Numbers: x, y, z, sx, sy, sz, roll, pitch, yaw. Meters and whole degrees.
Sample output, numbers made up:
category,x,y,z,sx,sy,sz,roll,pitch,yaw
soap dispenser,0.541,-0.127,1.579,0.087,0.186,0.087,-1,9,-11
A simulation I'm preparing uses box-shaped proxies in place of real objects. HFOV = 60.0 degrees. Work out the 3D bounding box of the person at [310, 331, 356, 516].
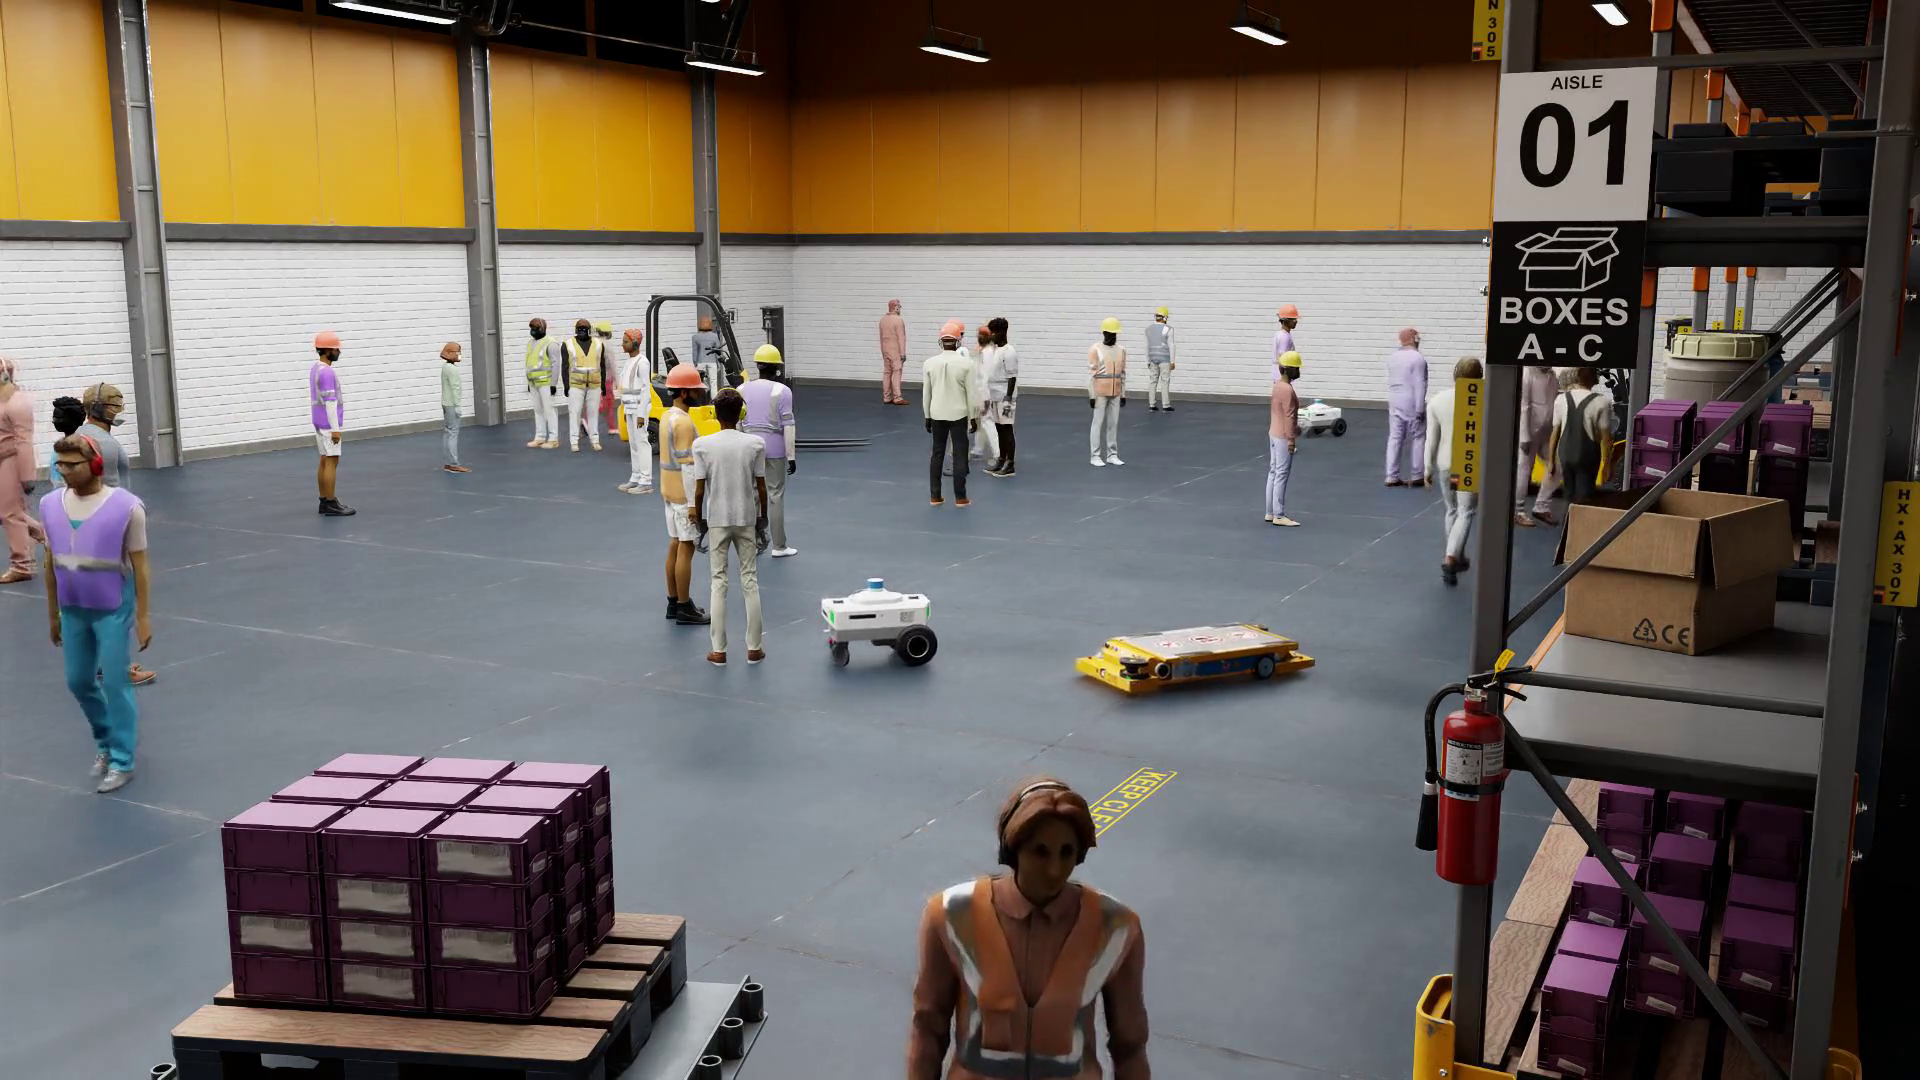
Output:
category,x,y,z,sx,sy,sz,roll,pitch,yaw
person,-6.585,-1.218,17.427,0.365,1.935,0.553,-6,12,-33

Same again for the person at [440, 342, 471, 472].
category,x,y,z,sx,sy,sz,roll,pitch,yaw
person,-6.372,-1.667,20.906,0.285,1.631,0.501,-6,11,-30

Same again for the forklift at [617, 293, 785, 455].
category,x,y,z,sx,sy,sz,roll,pitch,yaw
forklift,-3.588,-2.317,23.042,2.313,2.155,1.214,-1,10,-5

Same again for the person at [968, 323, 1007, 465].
category,x,y,z,sx,sy,sz,roll,pitch,yaw
person,0.340,-1.910,21.712,0.668,1.854,0.660,2,10,9

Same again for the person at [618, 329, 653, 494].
category,x,y,z,sx,sy,sz,roll,pitch,yaw
person,-3.717,-1.469,19.041,0.355,1.882,0.576,-6,11,-30

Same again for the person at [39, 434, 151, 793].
category,x,y,z,sx,sy,sz,roll,pitch,yaw
person,-4.438,0.366,8.579,0.585,1.851,0.434,1,10,8

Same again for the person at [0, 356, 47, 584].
category,x,y,z,sx,sy,sz,roll,pitch,yaw
person,-7.883,-0.595,13.926,0.562,1.897,0.650,-9,13,-42

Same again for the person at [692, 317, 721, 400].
category,x,y,z,sx,sy,sz,roll,pitch,yaw
person,-4.404,-3.056,28.938,0.497,1.636,0.285,-1,10,-4

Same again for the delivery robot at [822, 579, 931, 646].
category,x,y,z,sx,sy,sz,roll,pitch,yaw
delivery robot,-0.567,0.503,11.187,0.707,0.478,0.477,-3,10,-14

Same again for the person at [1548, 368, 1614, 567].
category,x,y,z,sx,sy,sz,roll,pitch,yaw
person,5.446,-0.671,14.550,0.461,1.829,0.528,-10,14,-44

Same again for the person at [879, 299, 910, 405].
category,x,y,z,sx,sy,sz,roll,pitch,yaw
person,-1.179,-3.402,30.153,0.403,1.911,0.637,-8,12,-38

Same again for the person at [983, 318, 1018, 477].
category,x,y,z,sx,sy,sz,roll,pitch,yaw
person,0.512,-1.759,20.493,0.380,1.958,0.603,-3,10,-15

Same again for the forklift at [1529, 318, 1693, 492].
category,x,y,z,sx,sy,sz,roll,pitch,yaw
forklift,7.066,-1.601,18.899,2.313,2.155,1.214,5,11,27

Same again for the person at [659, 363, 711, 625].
category,x,y,z,sx,sy,sz,roll,pitch,yaw
person,-2.030,-0.339,12.333,0.355,1.937,0.552,-4,11,-24

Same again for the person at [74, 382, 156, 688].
category,x,y,z,sx,sy,sz,roll,pitch,yaw
person,-5.425,-0.034,10.572,0.349,1.935,0.635,-8,13,-39

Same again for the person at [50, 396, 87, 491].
category,x,y,z,sx,sy,sz,roll,pitch,yaw
person,-6.547,-0.222,12.352,0.531,1.698,0.320,9,13,41

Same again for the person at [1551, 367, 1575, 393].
category,x,y,z,sx,sy,sz,roll,pitch,yaw
person,7.613,-1.764,21.495,0.665,1.613,0.552,-8,13,-40

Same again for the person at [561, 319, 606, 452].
category,x,y,z,sx,sy,sz,roll,pitch,yaw
person,-5.201,-2.143,23.068,0.624,1.840,0.430,-5,11,-26

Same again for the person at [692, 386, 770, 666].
category,x,y,z,sx,sy,sz,roll,pitch,yaw
person,-1.525,-0.091,11.098,0.513,1.872,0.328,-2,10,-13

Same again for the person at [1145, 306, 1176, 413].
category,x,y,z,sx,sy,sz,roll,pitch,yaw
person,3.474,-3.112,28.703,0.588,1.829,0.404,8,12,38

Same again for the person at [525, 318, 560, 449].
category,x,y,z,sx,sy,sz,roll,pitch,yaw
person,-5.895,-2.206,23.423,0.633,1.841,0.429,8,13,40

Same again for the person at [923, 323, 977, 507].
category,x,y,z,sx,sy,sz,roll,pitch,yaw
person,-0.101,-1.350,18.066,0.620,1.987,0.405,4,11,21

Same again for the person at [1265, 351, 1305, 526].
category,x,y,z,sx,sy,sz,roll,pitch,yaw
person,3.296,-1.026,16.814,0.325,1.765,0.533,-1,10,-5

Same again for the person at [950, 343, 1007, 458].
category,x,y,z,sx,sy,sz,roll,pitch,yaw
person,0.262,-1.778,21.675,0.765,1.590,0.533,-1,10,-8

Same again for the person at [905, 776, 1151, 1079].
category,x,y,z,sx,sy,sz,roll,pitch,yaw
person,0.145,1.305,3.705,0.558,1.624,0.556,0,10,-1

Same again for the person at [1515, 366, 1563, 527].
category,x,y,z,sx,sy,sz,roll,pitch,yaw
person,5.805,-1.057,16.626,0.688,1.885,0.593,-7,12,-37

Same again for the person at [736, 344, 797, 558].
category,x,y,z,sx,sy,sz,roll,pitch,yaw
person,-1.747,-0.801,15.047,0.593,1.922,0.377,4,11,22

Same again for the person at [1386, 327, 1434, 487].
category,x,y,z,sx,sy,sz,roll,pitch,yaw
person,5.295,-1.563,19.628,0.661,1.871,0.681,-5,11,-28

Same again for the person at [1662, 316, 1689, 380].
category,x,y,z,sx,sy,sz,roll,pitch,yaw
person,10.647,-2.409,24.657,0.478,1.819,0.619,-3,10,-18

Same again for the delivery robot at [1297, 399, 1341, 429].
category,x,y,z,sx,sy,sz,roll,pitch,yaw
delivery robot,5.359,-1.864,24.891,0.707,0.478,0.477,-6,12,-32

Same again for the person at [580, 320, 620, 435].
category,x,y,z,sx,sy,sz,roll,pitch,yaw
person,-5.389,-2.420,24.939,0.743,1.744,0.517,-8,12,-38

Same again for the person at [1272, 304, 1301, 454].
category,x,y,z,sx,sy,sz,roll,pitch,yaw
person,4.478,-2.211,22.866,0.375,2.043,0.611,1,10,4

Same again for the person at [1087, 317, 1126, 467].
category,x,y,z,sx,sy,sz,roll,pitch,yaw
person,1.910,-1.905,21.462,0.586,1.922,0.391,-6,11,-31

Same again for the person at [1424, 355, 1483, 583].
category,x,y,z,sx,sy,sz,roll,pitch,yaw
person,4.211,-0.604,13.995,0.630,1.901,0.947,6,12,33

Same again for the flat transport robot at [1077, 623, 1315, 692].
category,x,y,z,sx,sy,sz,roll,pitch,yaw
flat transport robot,1.543,0.750,10.850,1.431,0.197,0.652,-5,11,-26

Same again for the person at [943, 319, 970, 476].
category,x,y,z,sx,sy,sz,roll,pitch,yaw
person,-0.062,-1.749,20.498,0.372,1.934,0.551,2,10,11
